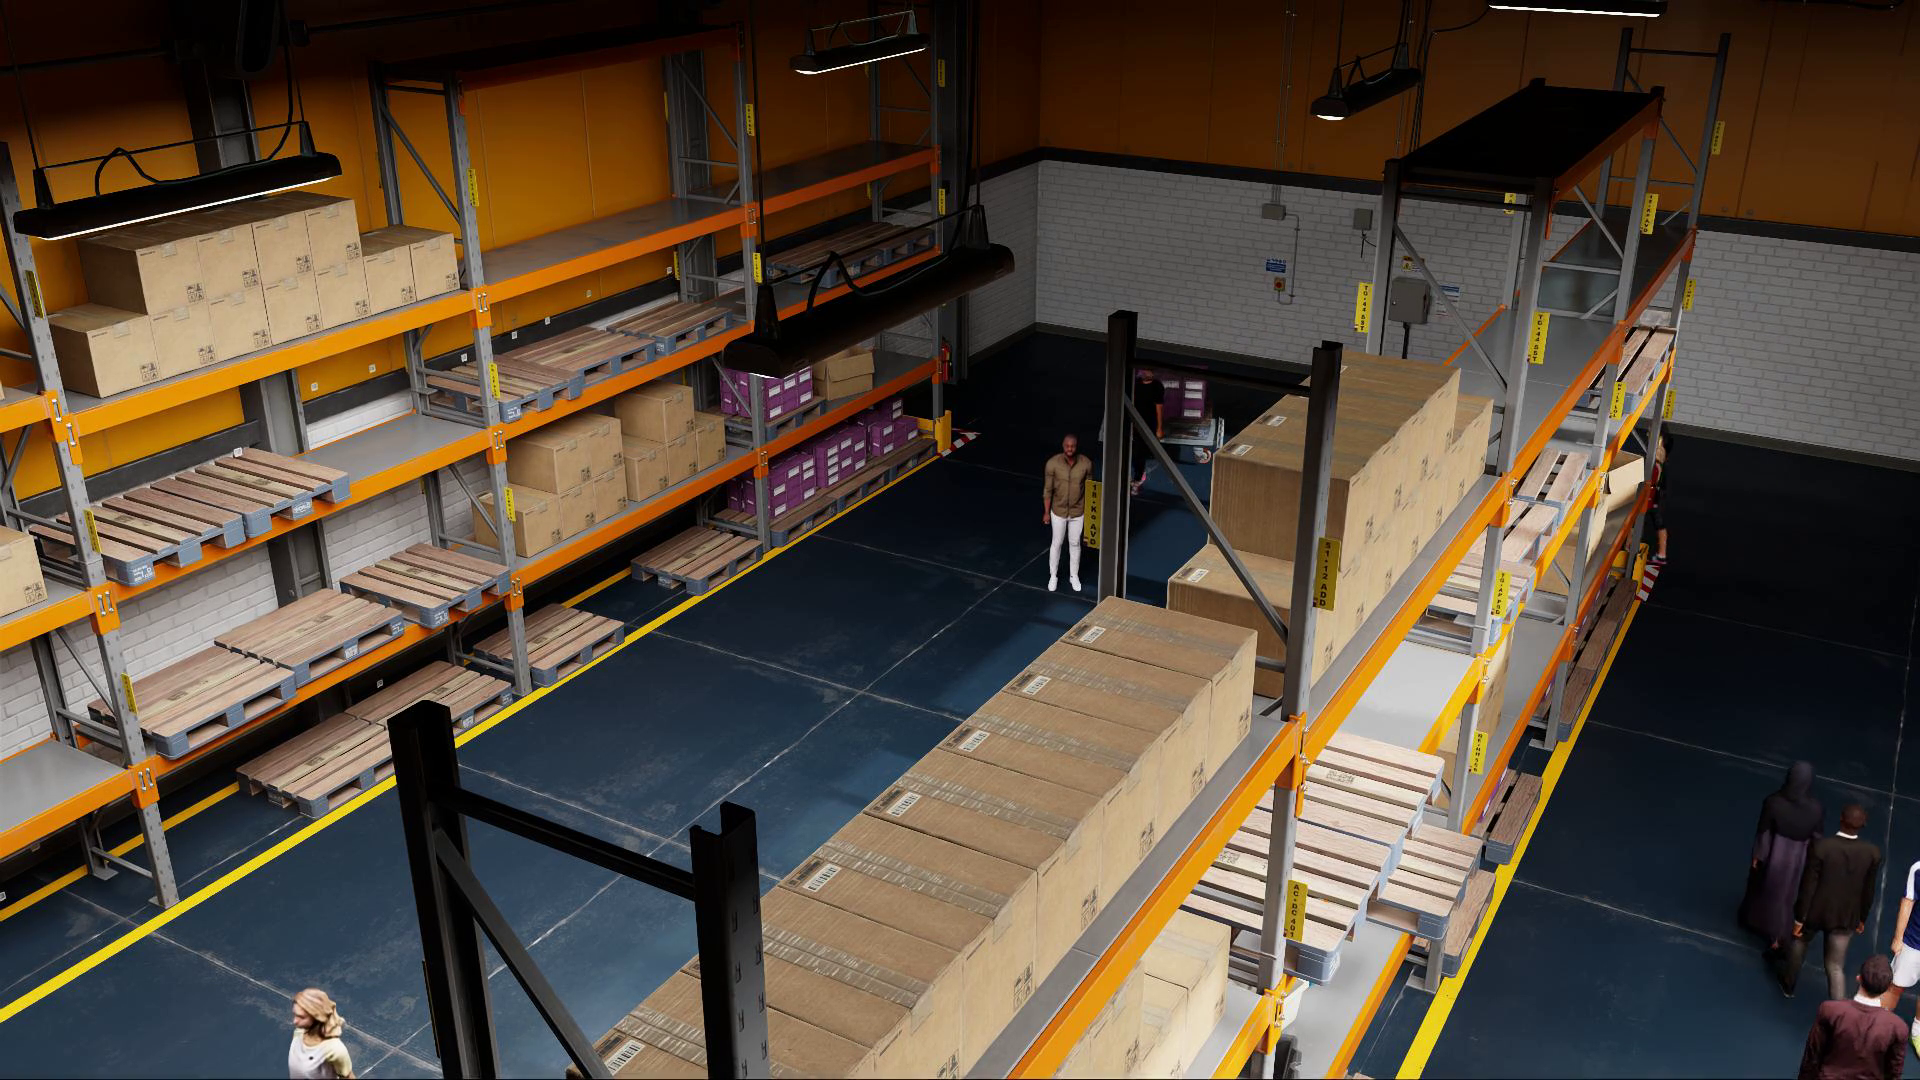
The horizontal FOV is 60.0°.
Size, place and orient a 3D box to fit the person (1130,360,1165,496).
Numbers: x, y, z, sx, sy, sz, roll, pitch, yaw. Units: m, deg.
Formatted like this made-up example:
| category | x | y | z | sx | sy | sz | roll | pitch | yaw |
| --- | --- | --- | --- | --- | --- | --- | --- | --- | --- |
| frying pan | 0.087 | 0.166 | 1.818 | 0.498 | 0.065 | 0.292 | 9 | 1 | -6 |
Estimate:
| category | x | y | z | sx | sy | sz | roll | pitch | yaw |
| --- | --- | --- | --- | --- | --- | --- | --- | --- | --- |
| person | 2.343 | -1.449 | 21.062 | 0.674 | 1.723 | 0.759 | 16 | 28 | 33 |

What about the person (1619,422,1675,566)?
| category | x | y | z | sx | sy | sz | roll | pitch | yaw |
| --- | --- | --- | --- | --- | --- | --- | --- | --- | --- |
| person | 7.976 | -0.503 | 18.920 | 0.699 | 1.705 | 0.789 | 17 | 29 | 33 |

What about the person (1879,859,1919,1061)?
| category | x | y | z | sx | sy | sz | roll | pitch | yaw |
| --- | --- | --- | --- | --- | --- | --- | --- | --- | --- |
| person | 6.623 | 2.733 | 11.350 | 0.696 | 1.839 | 0.657 | 5 | 24 | 12 |

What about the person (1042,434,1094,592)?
| category | x | y | z | sx | sy | sz | roll | pitch | yaw |
| --- | --- | --- | --- | --- | --- | --- | --- | --- | --- |
| person | 1.196 | -0.327 | 18.367 | 0.802 | 1.825 | 0.791 | -1 | 24 | -3 |

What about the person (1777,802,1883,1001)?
| category | x | y | z | sx | sy | sz | roll | pitch | yaw |
| --- | --- | --- | --- | --- | --- | --- | --- | --- | --- |
| person | 6.080 | 2.684 | 11.563 | 0.948 | 1.758 | 1.283 | 4 | 24 | 9 |

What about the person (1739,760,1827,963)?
| category | x | y | z | sx | sy | sz | roll | pitch | yaw |
| --- | --- | --- | --- | --- | --- | --- | --- | --- | --- |
| person | 6.153 | 2.404 | 12.415 | 0.722 | 1.589 | 1.072 | 8 | 25 | 17 |

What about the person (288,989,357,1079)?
| category | x | y | z | sx | sy | sz | roll | pitch | yaw |
| --- | --- | --- | --- | --- | --- | --- | --- | --- | --- |
| person | -3.777 | 3.396 | 9.974 | 0.626 | 1.726 | 0.544 | 14 | 27 | 30 |

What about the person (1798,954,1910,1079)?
| category | x | y | z | sx | sy | sz | roll | pitch | yaw |
| --- | --- | --- | --- | --- | --- | --- | --- | --- | --- |
| person | 5.298 | 3.338 | 9.949 | 0.679 | 1.852 | 0.725 | 14 | 27 | 28 |
